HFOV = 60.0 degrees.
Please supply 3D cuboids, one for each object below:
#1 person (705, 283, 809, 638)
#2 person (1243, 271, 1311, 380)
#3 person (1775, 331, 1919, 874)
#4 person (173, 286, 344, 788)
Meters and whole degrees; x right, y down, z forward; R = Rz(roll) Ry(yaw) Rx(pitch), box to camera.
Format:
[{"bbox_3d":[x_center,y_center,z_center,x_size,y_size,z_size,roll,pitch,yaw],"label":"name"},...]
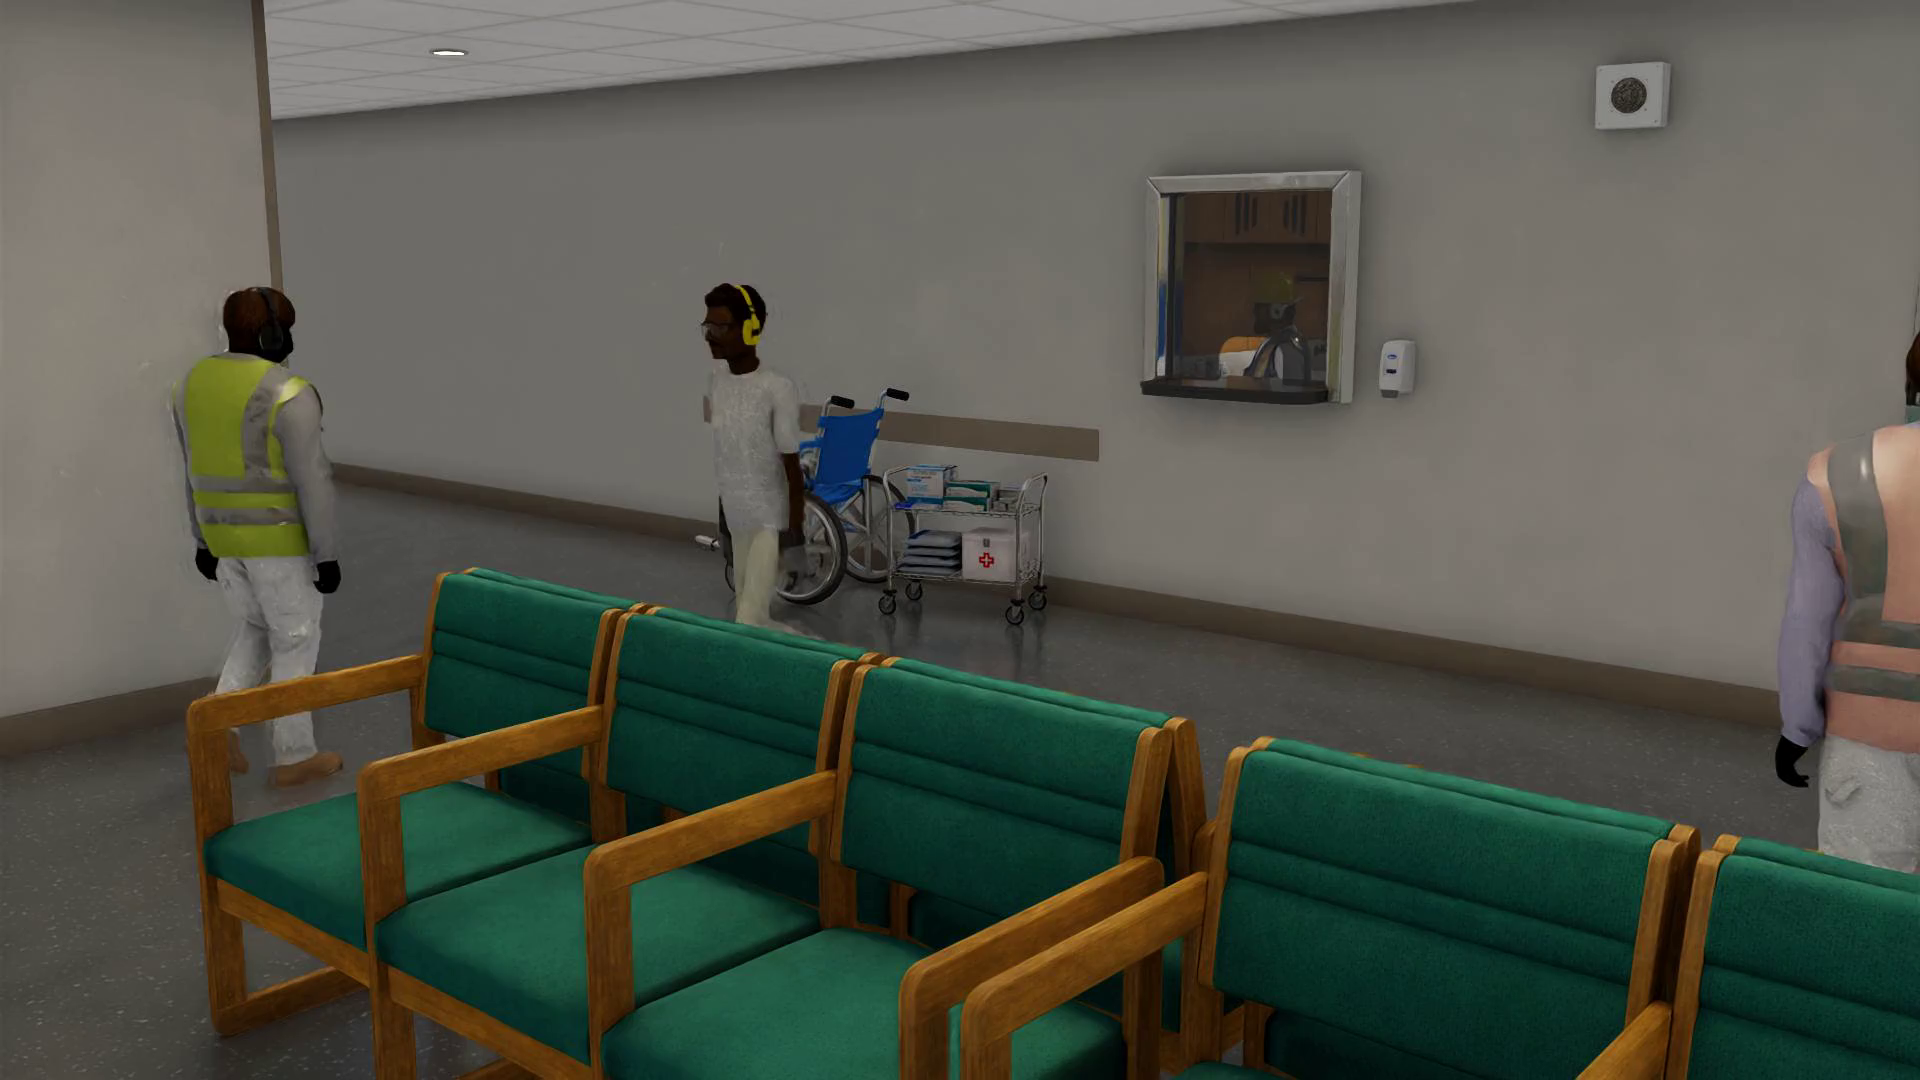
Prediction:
[{"bbox_3d":[-0.703,-0.053,6.304,0.779,1.845,0.519,-10,14,-44],"label":"person"},{"bbox_3d":[1.704,-0.544,9.097,0.404,1.832,0.600,1,10,4],"label":"person"},{"bbox_3d":[2.107,0.420,3.607,0.623,1.840,0.430,5,11,25],"label":"person"},{"bbox_3d":[-2.496,0.008,5.981,0.645,1.824,0.455,5,11,25],"label":"person"}]
